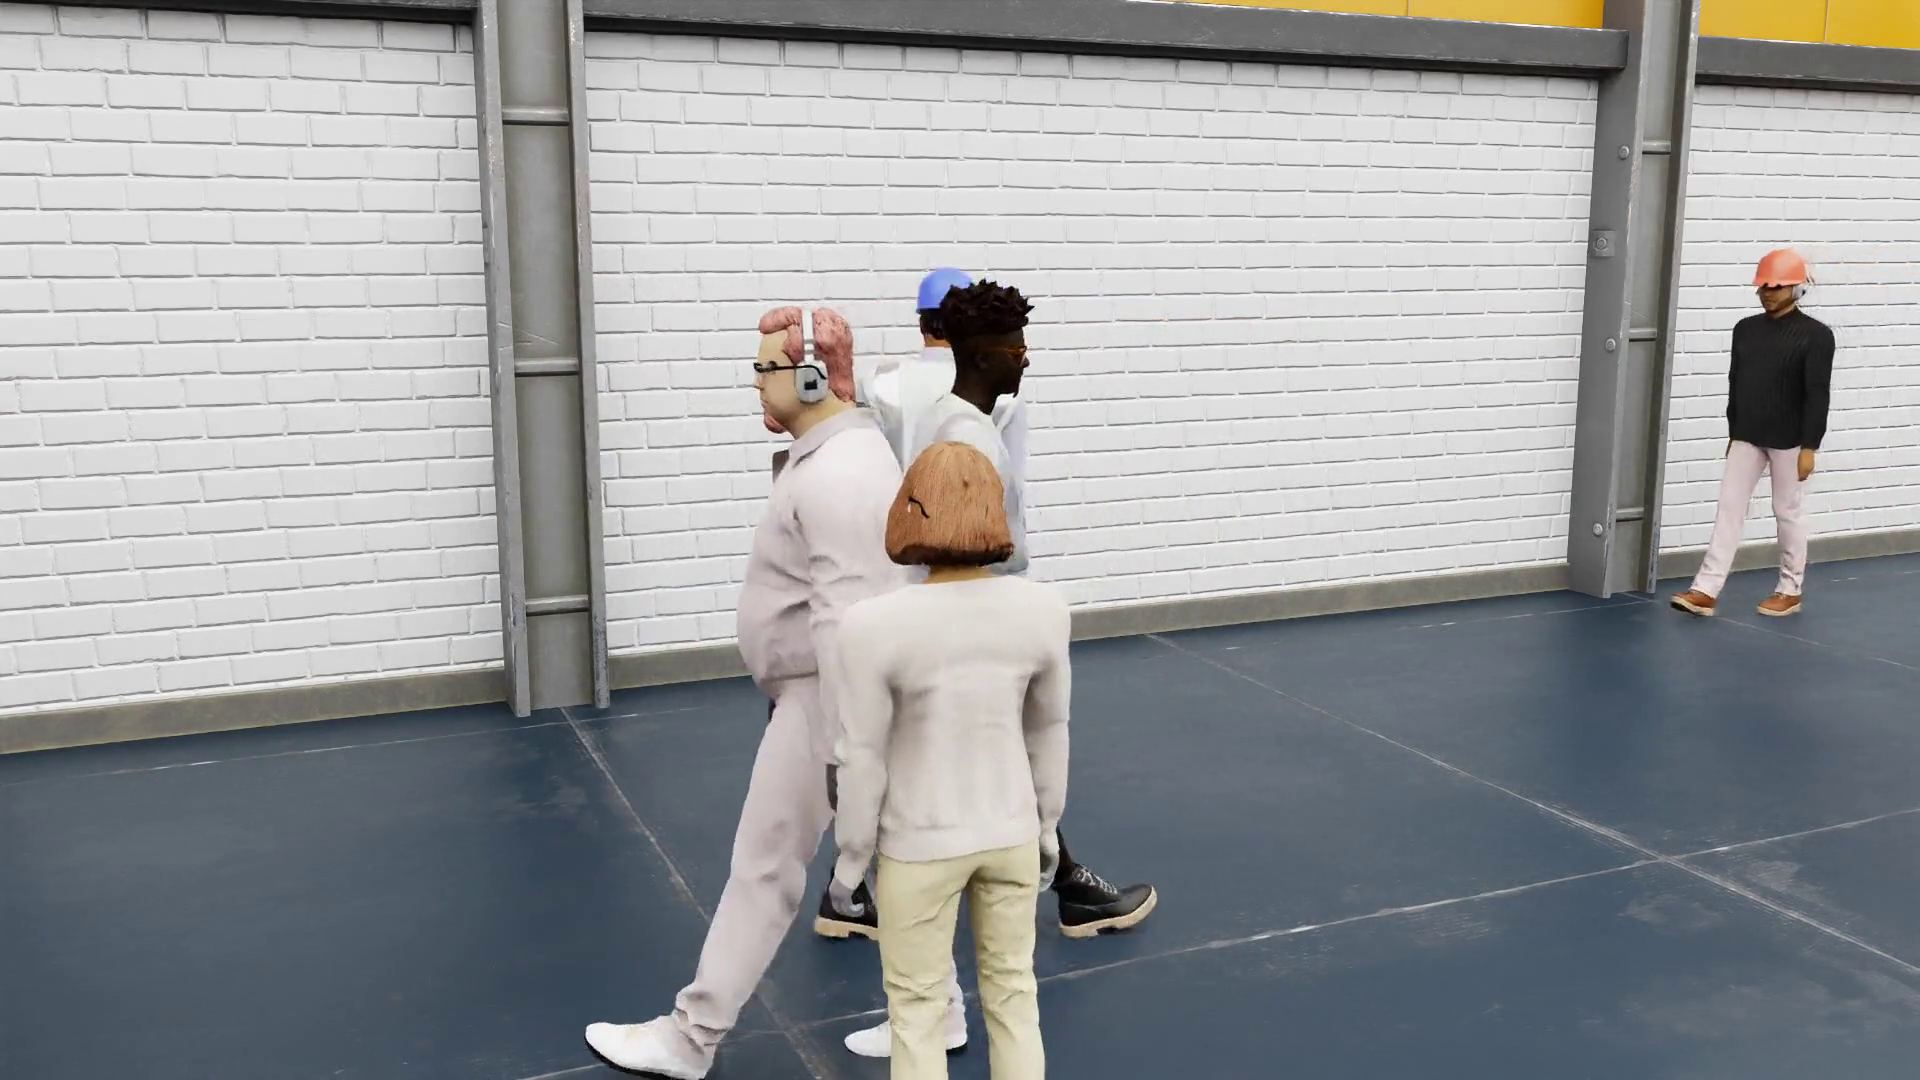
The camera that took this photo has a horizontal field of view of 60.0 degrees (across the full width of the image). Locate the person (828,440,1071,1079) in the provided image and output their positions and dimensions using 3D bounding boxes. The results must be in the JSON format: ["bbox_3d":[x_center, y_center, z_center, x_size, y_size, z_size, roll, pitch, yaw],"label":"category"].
[{"bbox_3d":[-0.011,0.616,3.329,0.503,1.633,0.275,-5,11,-25],"label":"person"}]

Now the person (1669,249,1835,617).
[{"bbox_3d":[4.234,-0.537,8.779,0.841,1.955,0.646,-6,12,-28],"label":"person"}]

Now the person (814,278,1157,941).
[{"bbox_3d":[0.039,0.226,4.727,1.026,1.915,0.620,-2,11,-12],"label":"person"}]

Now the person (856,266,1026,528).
[{"bbox_3d":[-0.080,0.018,5.808,0.624,1.925,0.433,-1,10,-4],"label":"person"}]

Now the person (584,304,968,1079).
[{"bbox_3d":[-0.418,0.388,3.944,0.934,1.864,0.662,1,10,4],"label":"person"}]
